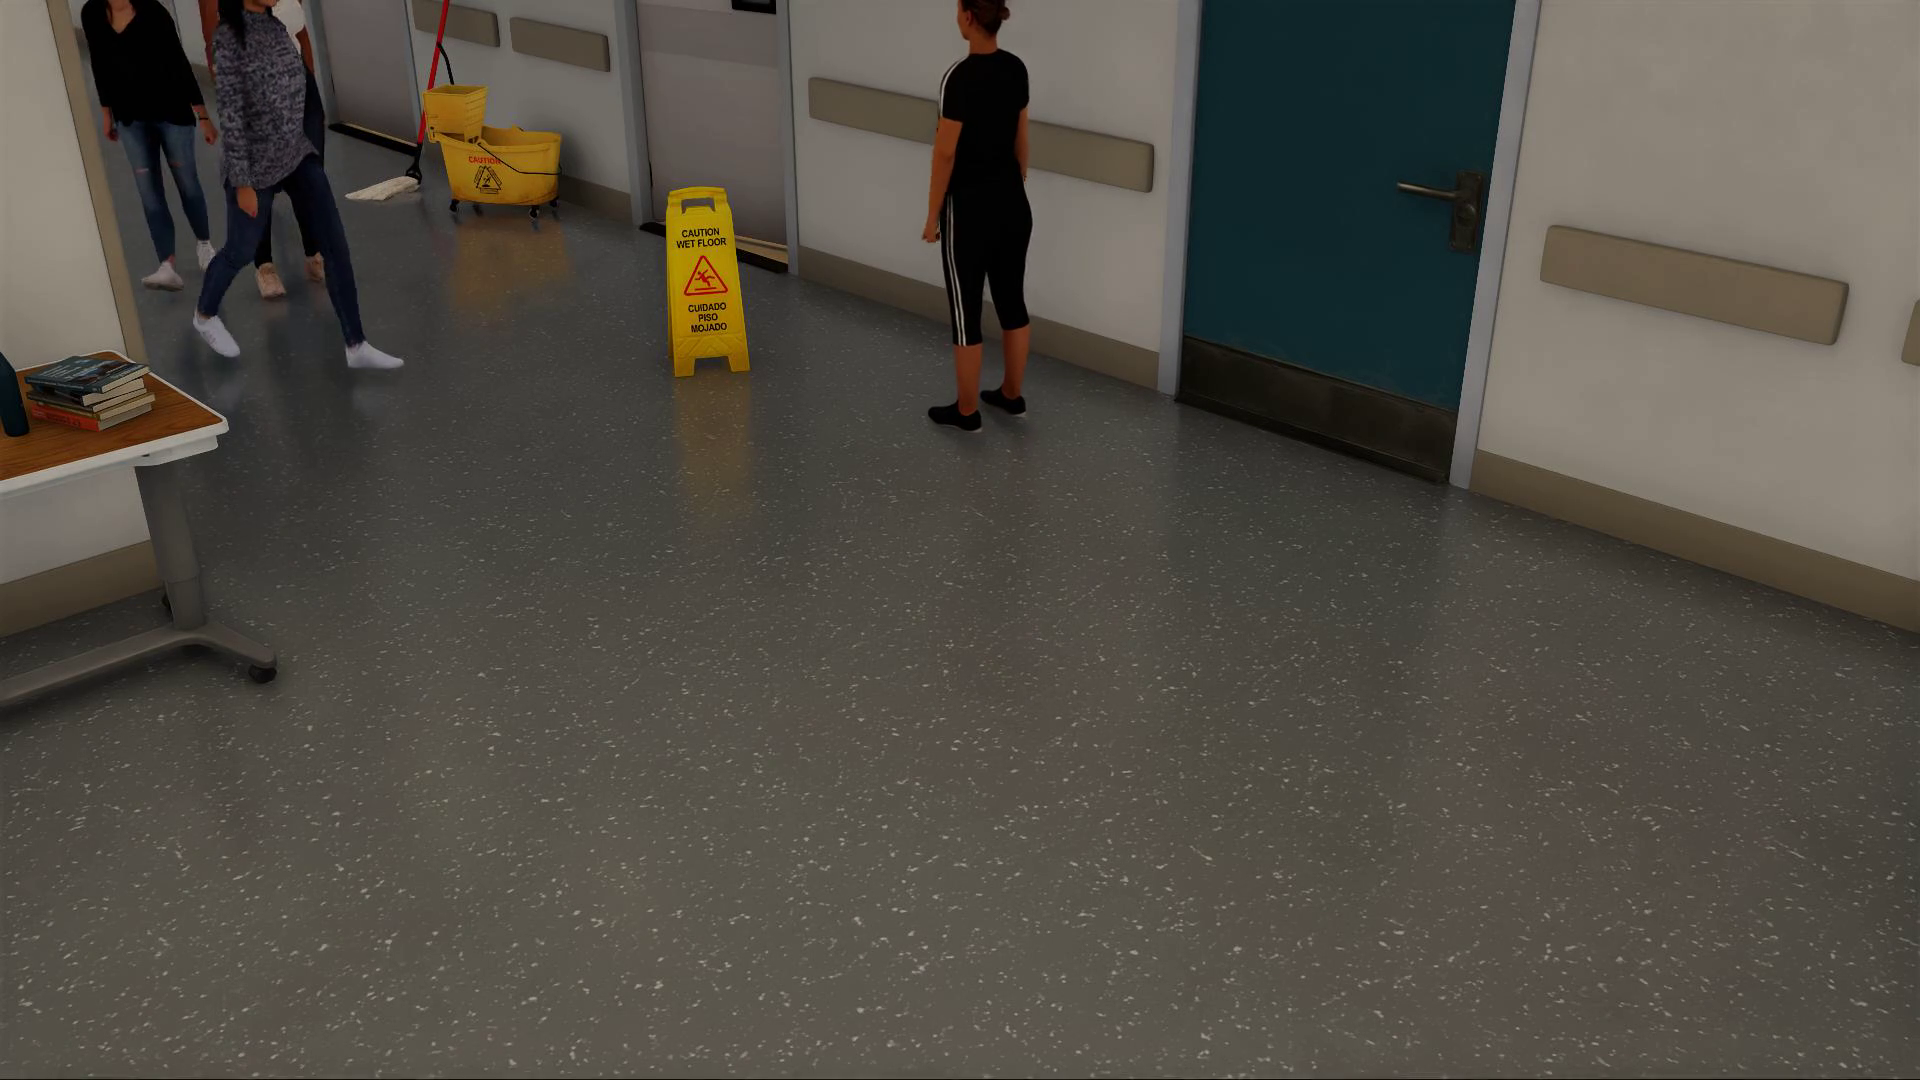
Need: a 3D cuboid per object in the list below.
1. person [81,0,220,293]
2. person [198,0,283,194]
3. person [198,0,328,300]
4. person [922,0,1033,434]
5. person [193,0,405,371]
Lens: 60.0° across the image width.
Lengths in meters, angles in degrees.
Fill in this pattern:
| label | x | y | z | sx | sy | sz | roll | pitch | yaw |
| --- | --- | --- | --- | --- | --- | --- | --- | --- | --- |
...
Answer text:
| label | x | y | z | sx | sy | sz | roll | pitch | yaw |
| --- | --- | --- | --- | --- | --- | --- | --- | --- | --- |
| person | -3.814 | -2.017 | 7.892 | 1.052 | 1.605 | 1.158 | -5 | 26 | -10 |
| person | -3.980 | -2.772 | 9.336 | 0.638 | 1.711 | 0.981 | -19 | 32 | -35 |
| person | -3.207 | -2.044 | 7.713 | 0.640 | 1.809 | 0.590 | -22 | 33 | -38 |
| person | 0.101 | -1.232 | 6.191 | 0.595 | 1.667 | 0.506 | -22 | 34 | -38 |
| person | -2.852 | -1.485 | 6.700 | 1.307 | 1.683 | 1.015 | 9 | 27 | 18 |
